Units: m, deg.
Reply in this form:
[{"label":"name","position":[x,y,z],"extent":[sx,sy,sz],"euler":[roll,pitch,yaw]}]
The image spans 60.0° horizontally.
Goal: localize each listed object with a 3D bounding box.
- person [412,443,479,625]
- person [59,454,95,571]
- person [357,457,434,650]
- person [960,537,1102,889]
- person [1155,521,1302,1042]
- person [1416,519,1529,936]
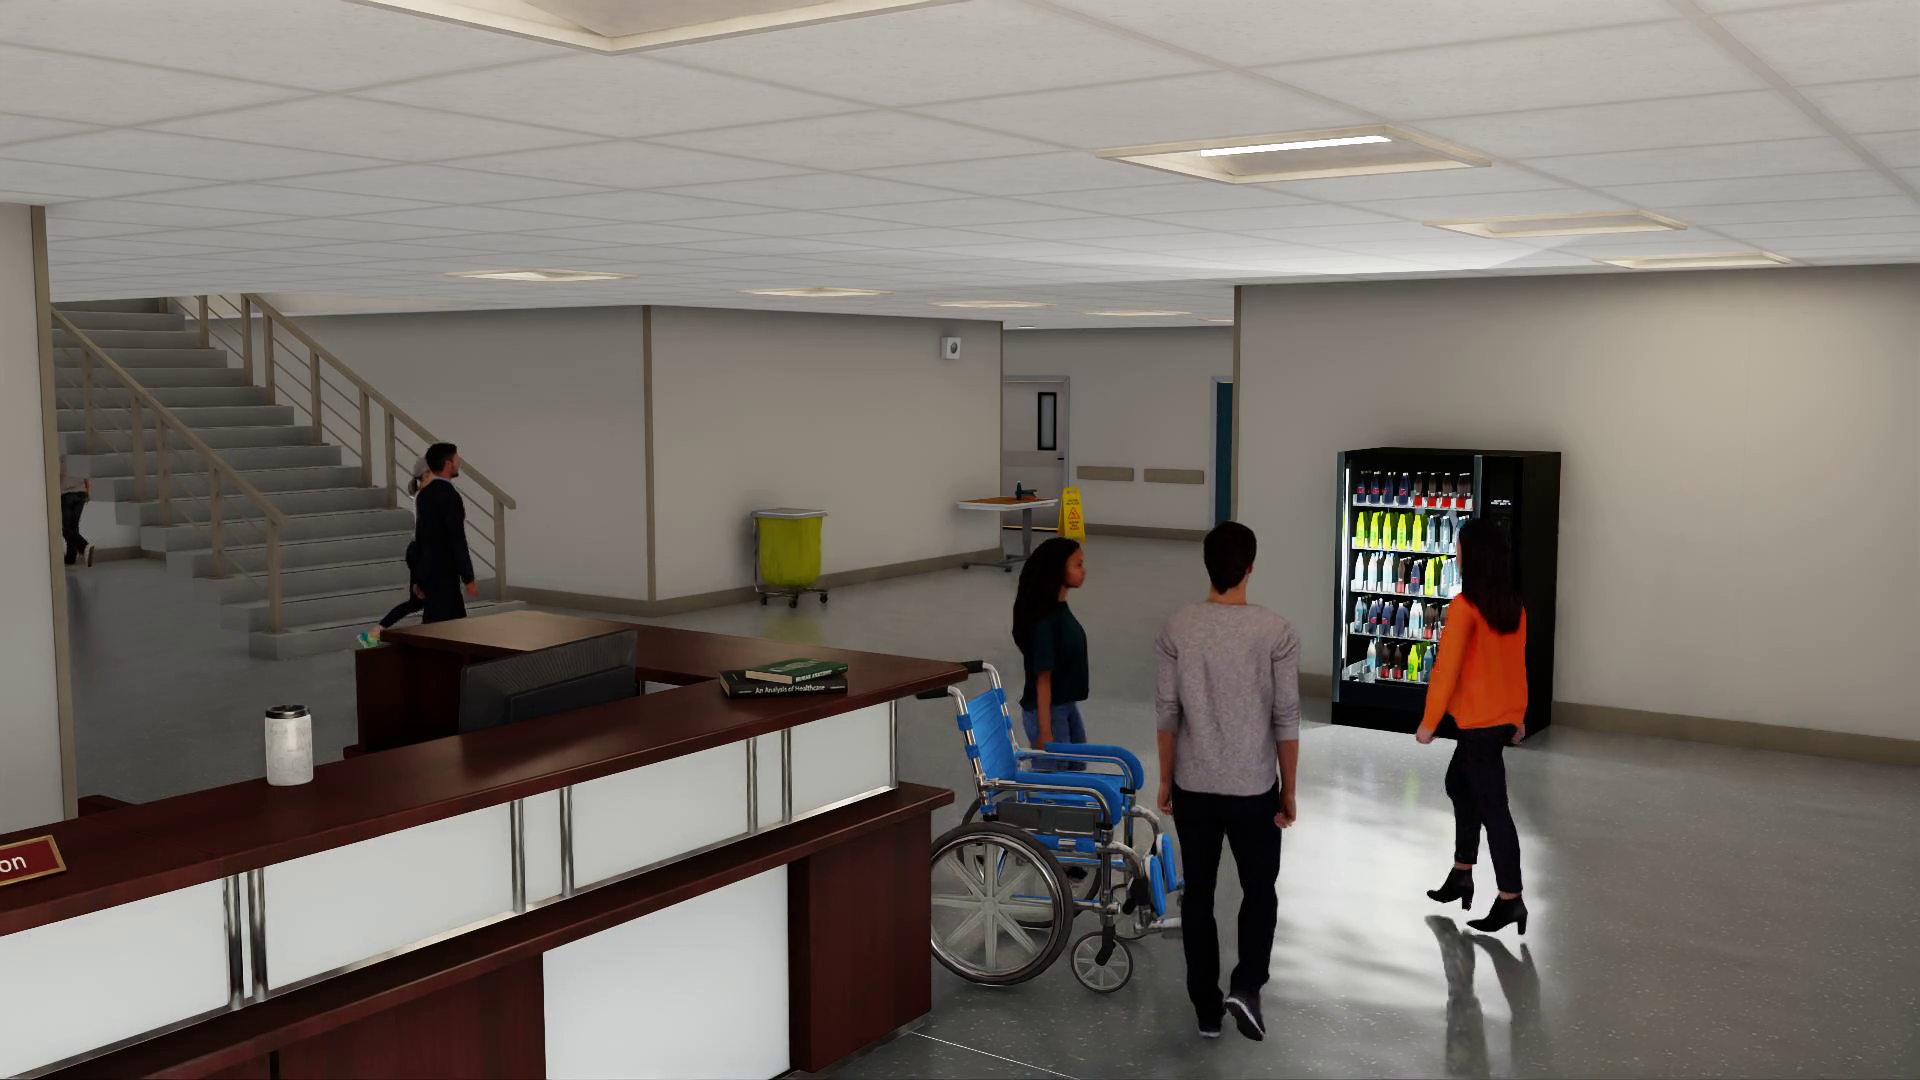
[{"label":"person","position":[-3.662,0.283,11.509],"extent":[0.898,1.828,1.207],"euler":[-5,7,-40]},{"label":"person","position":[-10.452,-0.517,19.626],"extent":[1.003,1.794,0.700],"euler":[3,7,30]},{"label":"person","position":[-4.314,0.201,13.102],"extent":[1.095,1.671,1.133],"euler":[-2,6,-19]},{"label":"person","position":[0.334,0.799,7.524],"extent":[0.971,1.599,0.769],"euler":[2,6,17]},{"label":"person","position":[0.894,0.864,5.723],"extent":[0.874,1.829,0.881],"euler":[1,6,14]},{"label":"person","position":[2.275,0.791,6.940],"extent":[0.800,1.731,0.689],"euler":[5,7,39]}]
